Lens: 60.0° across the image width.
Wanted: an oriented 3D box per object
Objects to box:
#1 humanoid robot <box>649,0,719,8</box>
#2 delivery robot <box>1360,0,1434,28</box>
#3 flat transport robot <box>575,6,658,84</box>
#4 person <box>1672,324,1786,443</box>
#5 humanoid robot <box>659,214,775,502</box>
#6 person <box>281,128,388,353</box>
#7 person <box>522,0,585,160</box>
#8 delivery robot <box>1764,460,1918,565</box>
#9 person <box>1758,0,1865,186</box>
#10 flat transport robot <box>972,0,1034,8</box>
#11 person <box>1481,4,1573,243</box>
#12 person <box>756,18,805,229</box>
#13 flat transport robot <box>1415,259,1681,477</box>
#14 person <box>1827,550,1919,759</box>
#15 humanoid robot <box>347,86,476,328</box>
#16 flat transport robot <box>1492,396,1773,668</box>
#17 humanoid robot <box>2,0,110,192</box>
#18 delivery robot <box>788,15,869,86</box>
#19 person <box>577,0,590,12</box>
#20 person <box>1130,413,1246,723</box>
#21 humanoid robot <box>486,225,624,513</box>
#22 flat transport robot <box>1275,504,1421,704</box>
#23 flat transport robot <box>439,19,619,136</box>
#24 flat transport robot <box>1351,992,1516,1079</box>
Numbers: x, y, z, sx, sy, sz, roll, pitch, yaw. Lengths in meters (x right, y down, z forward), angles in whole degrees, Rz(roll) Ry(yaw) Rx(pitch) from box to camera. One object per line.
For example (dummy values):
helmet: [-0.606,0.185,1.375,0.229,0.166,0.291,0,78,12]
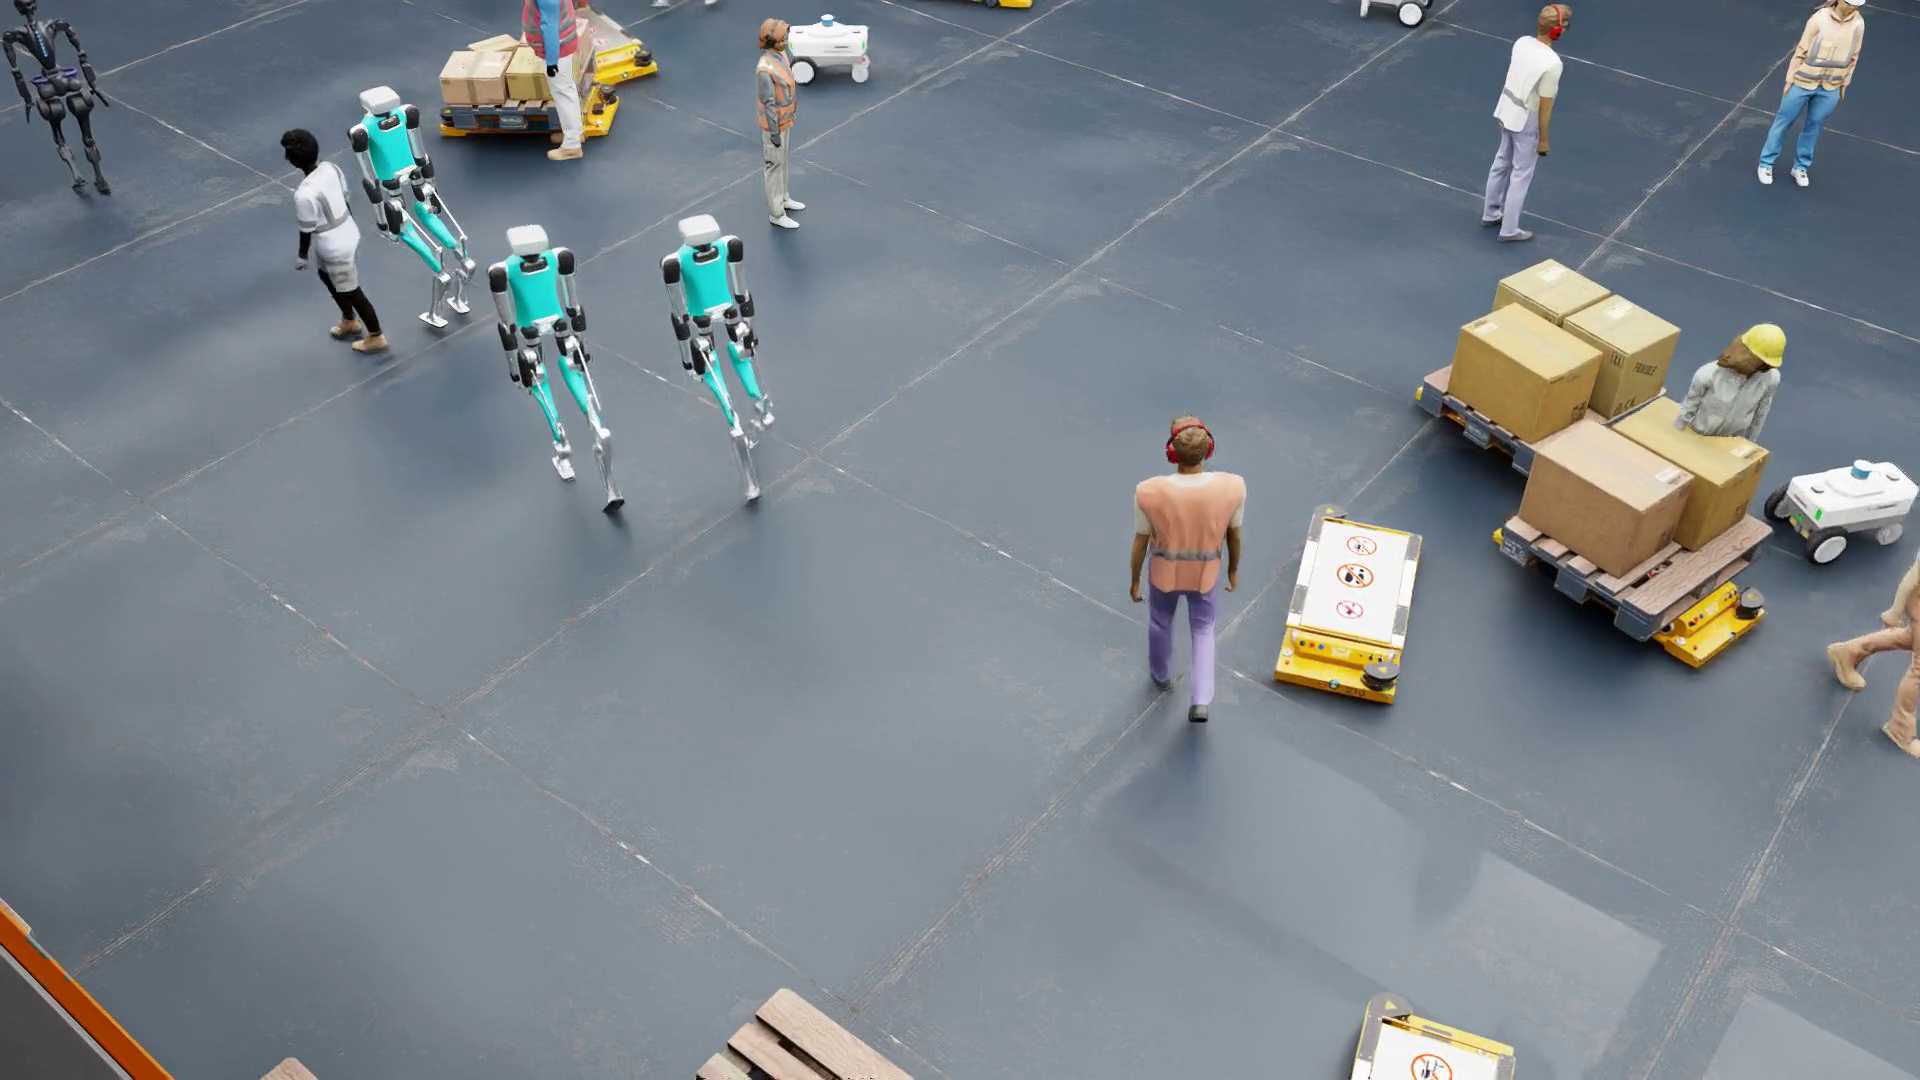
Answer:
humanoid robot: [-2.753,-5.813,15.807,1.011,1.756,0.558,-23,45,-24]
delivery robot: [4.245,-5.326,16.136,0.783,0.612,0.511,16,43,18]
flat transport robot: [-3.448,-4.614,15.506,0.659,0.231,1.431,-25,46,-26]
person: [4.358,-0.614,9.689,0.523,1.701,0.679,1,40,2]
humanoid robot: [-1.361,-1.038,10.202,0.539,1.775,0.938,-23,45,-24]
person: [-4.343,-2.010,11.360,0.590,1.672,0.536,0,40,-1]
person: [-3.334,-4.037,13.624,0.430,1.834,0.633,-6,41,-7]
delivery robot: [5.363,-0.212,10.114,0.781,0.605,0.499,-9,41,-10]
person: [6.827,-3.656,13.258,0.493,1.723,0.377,5,41,6]
flat transport robot: [0.072,-5.598,16.663,1.431,0.231,0.659,9,41,10]
person: [4.262,-3.139,12.568,0.433,1.835,0.573,-8,41,-9]
person: [-1.402,-3.212,12.797,0.306,1.639,0.510,4,41,5]
flat transport robot: [3.772,-0.767,10.980,0.659,0.231,1.431,-24,46,-26]
person: [5.041,0.282,8.641,0.466,1.725,0.772,-19,44,-21]
humanoid robot: [-3.710,-2.260,11.524,0.724,1.693,0.532,27,47,28]
flat transport robot: [3.955,0.174,9.873,0.659,0.231,1.431,-27,47,-28]
humanoid robot: [-7.113,-3.535,13.152,0.612,1.636,0.379,-24,46,-25]
delivery robot: [-1.198,-4.469,15.108,0.788,0.587,0.499,0,40,0]
person: [-3.824,-5.905,15.813,0.579,1.845,0.690,-29,48,-30]
person: [1.173,0.205,8.645,0.600,1.824,0.666,0,40,0]
humanoid robot: [-2.374,-0.942,10.074,0.554,1.783,0.975,-22,45,-24]
flat transport robot: [2.279,0.343,9.674,0.659,0.231,1.431,12,42,13]
flat transport robot: [-3.741,-3.744,14.483,1.431,0.231,0.659,0,40,0]
flat transport robot: [1.915,2.608,7.010,0.659,0.231,1.431,14,42,16]
